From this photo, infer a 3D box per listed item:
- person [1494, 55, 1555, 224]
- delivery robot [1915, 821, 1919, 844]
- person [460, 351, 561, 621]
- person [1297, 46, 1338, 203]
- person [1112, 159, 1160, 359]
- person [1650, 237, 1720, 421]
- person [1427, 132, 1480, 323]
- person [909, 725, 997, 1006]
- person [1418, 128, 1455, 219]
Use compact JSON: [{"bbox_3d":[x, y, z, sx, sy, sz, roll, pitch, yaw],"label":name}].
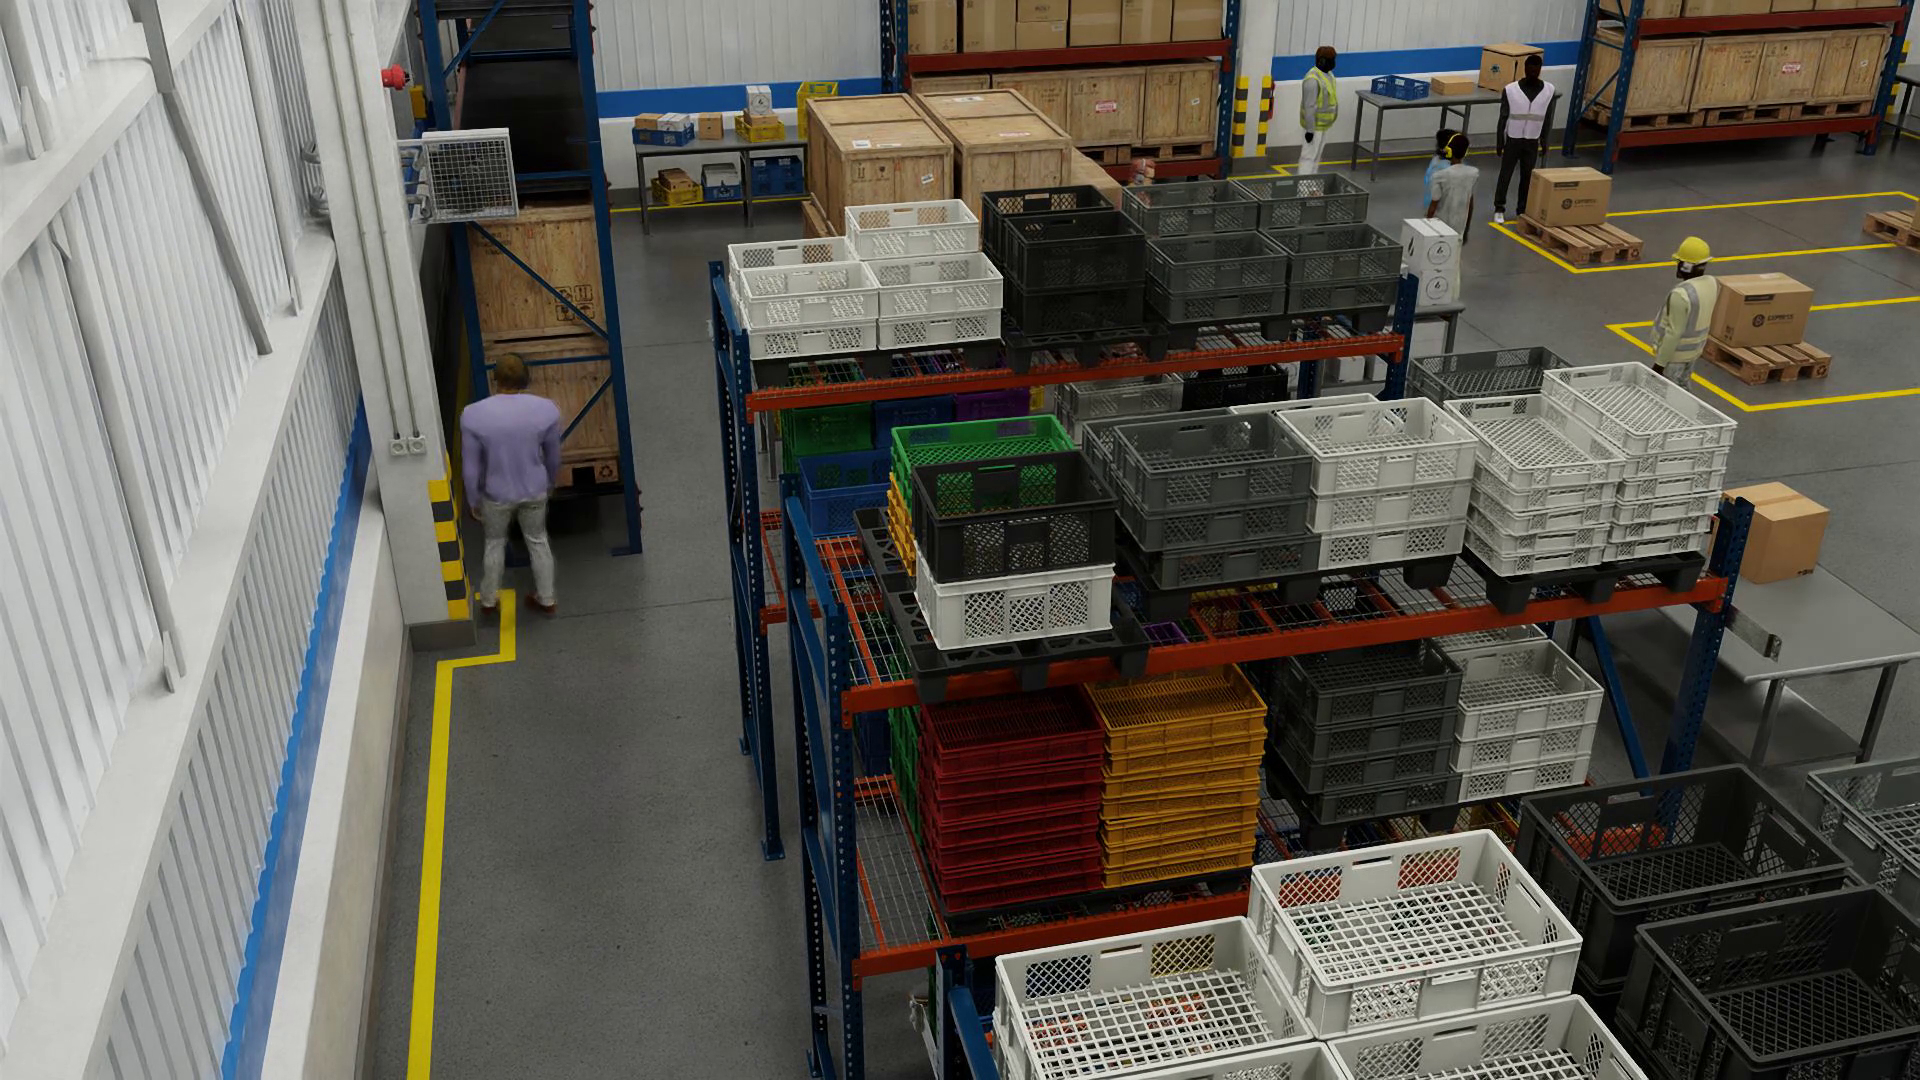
[{"bbox_3d":[6.388,-4.554,18.917,0.584,1.911,0.392,1,28,2],"label":"person"},{"bbox_3d":[5.389,1.543,8.690,0.707,0.478,0.477,18,33,31],"label":"delivery robot"},{"bbox_3d":[-2.933,-0.334,10.906,0.686,1.918,0.483,-11,30,-21],"label":"person"},{"bbox_3d":[4.225,-4.898,19.638,0.429,1.841,0.634,15,31,26],"label":"person"},{"bbox_3d":[1.586,-2.494,15.014,0.408,1.903,0.638,-3,28,-5],"label":"person"},{"bbox_3d":[5.693,-1.513,13.227,0.600,1.827,0.404,-23,35,-36],"label":"person"},{"bbox_3d":[4.682,-2.973,15.973,0.504,1.861,0.328,-7,29,-12],"label":"person"},{"bbox_3d":[0.006,1.434,7.581,0.355,1.882,0.576,-21,34,-34],"label":"person"},{"bbox_3d":[4.793,-3.348,16.864,0.407,1.681,0.560,-2,28,-3],"label":"person"}]
